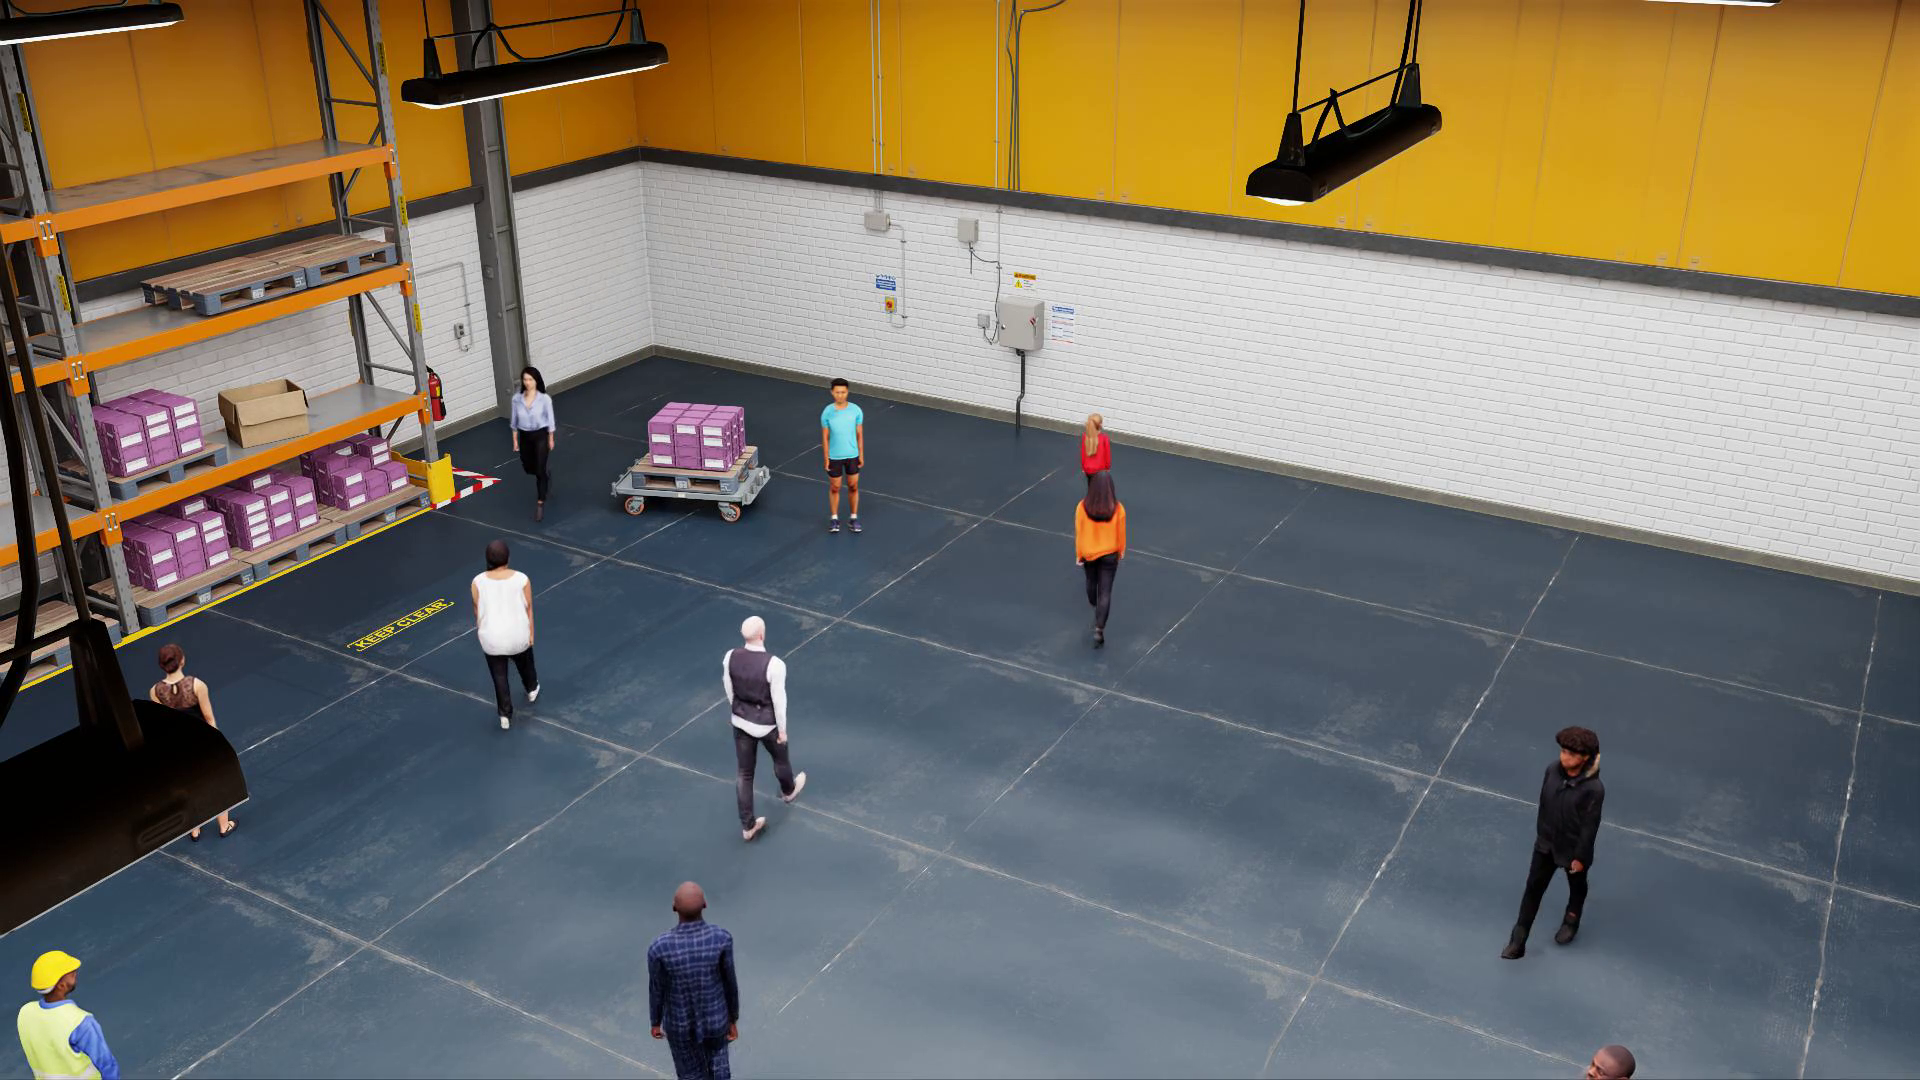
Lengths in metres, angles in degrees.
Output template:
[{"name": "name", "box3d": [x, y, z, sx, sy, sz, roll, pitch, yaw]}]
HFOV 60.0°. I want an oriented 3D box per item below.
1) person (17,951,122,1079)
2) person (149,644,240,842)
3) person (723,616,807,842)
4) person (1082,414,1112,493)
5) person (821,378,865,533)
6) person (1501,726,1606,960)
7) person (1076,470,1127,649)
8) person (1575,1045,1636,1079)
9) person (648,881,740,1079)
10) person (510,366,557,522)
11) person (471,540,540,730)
[{"name": "person", "box3d": [-4.834, 3.041, 9.150, 0.734, 1.810, 0.694, 5, 24, 10]}, {"name": "person", "box3d": [-5.903, 1.546, 12.743, 0.682, 1.672, 0.734, -4, 24, -9]}, {"name": "person", "box3d": [-1.596, 1.478, 12.752, 0.847, 1.790, 1.153, 8, 25, 18]}, {"name": "person", "box3d": [1.496, -0.777, 18.557, 0.486, 1.272, 0.719, 13, 27, 27]}, {"name": "person", "box3d": [-1.285, -0.934, 18.291, 0.681, 1.773, 0.722, -4, 24, -9]}, {"name": "person", "box3d": [4.224, 2.068, 11.481, 0.797, 1.727, 1.152, 21, 31, 40]}, {"name": "person", "box3d": [1.321, 0.207, 15.759, 0.837, 1.710, 1.166, 6, 24, 13]}, {"name": "person", "box3d": [3.230, 3.324, 8.495, 0.848, 1.817, 0.798, -7, 25, -15]}, {"name": "person", "box3d": [-1.513, 2.820, 9.661, 0.781, 1.806, 0.854, -10, 25, -21]}, {"name": "person", "box3d": [-4.790, -1.132, 18.804, 0.929, 1.725, 1.126, 1, 24, 2]}, {"name": "person", "box3d": [-3.946, 0.836, 14.381, 1.000, 1.661, 1.087, -5, 24, -11]}]
